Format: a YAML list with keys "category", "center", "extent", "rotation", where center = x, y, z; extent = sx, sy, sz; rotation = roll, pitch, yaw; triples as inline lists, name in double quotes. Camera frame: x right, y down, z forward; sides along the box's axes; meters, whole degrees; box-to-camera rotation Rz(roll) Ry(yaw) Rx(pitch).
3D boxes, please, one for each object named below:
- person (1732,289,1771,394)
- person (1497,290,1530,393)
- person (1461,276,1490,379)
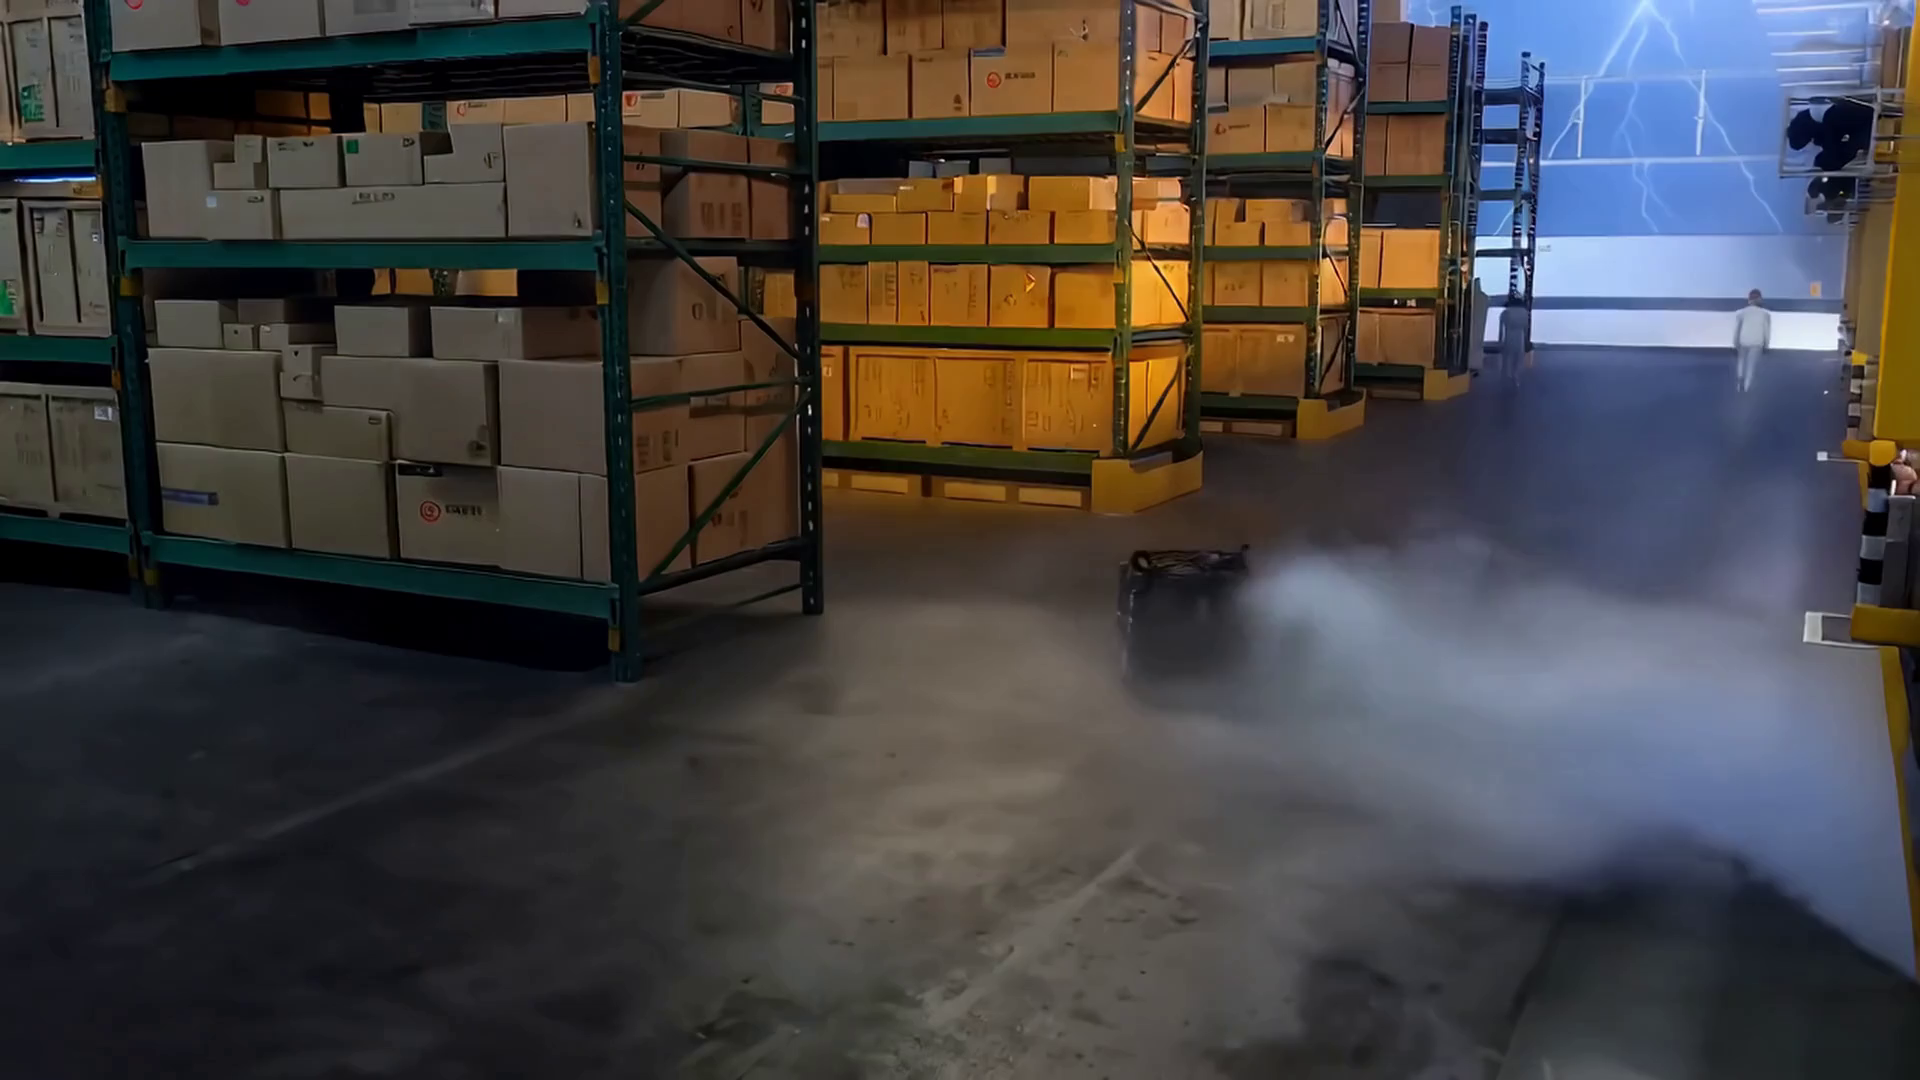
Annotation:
- category: "person"
  center: [13.209, -3.311, 27.754]
  extent: [0.584, 1.713, 0.822]
  rotation: [5, 11, 26]
- category: "person"
  center: [9.296, -3.335, 27.937]
  extent: [0.513, 1.694, 0.879]
  rotation: [4, 11, 23]
- category: "person"
  center: [9.507, -3.933, 30.851]
  extent: [0.636, 1.902, 0.406]
  rotation: [-7, 12, -37]
